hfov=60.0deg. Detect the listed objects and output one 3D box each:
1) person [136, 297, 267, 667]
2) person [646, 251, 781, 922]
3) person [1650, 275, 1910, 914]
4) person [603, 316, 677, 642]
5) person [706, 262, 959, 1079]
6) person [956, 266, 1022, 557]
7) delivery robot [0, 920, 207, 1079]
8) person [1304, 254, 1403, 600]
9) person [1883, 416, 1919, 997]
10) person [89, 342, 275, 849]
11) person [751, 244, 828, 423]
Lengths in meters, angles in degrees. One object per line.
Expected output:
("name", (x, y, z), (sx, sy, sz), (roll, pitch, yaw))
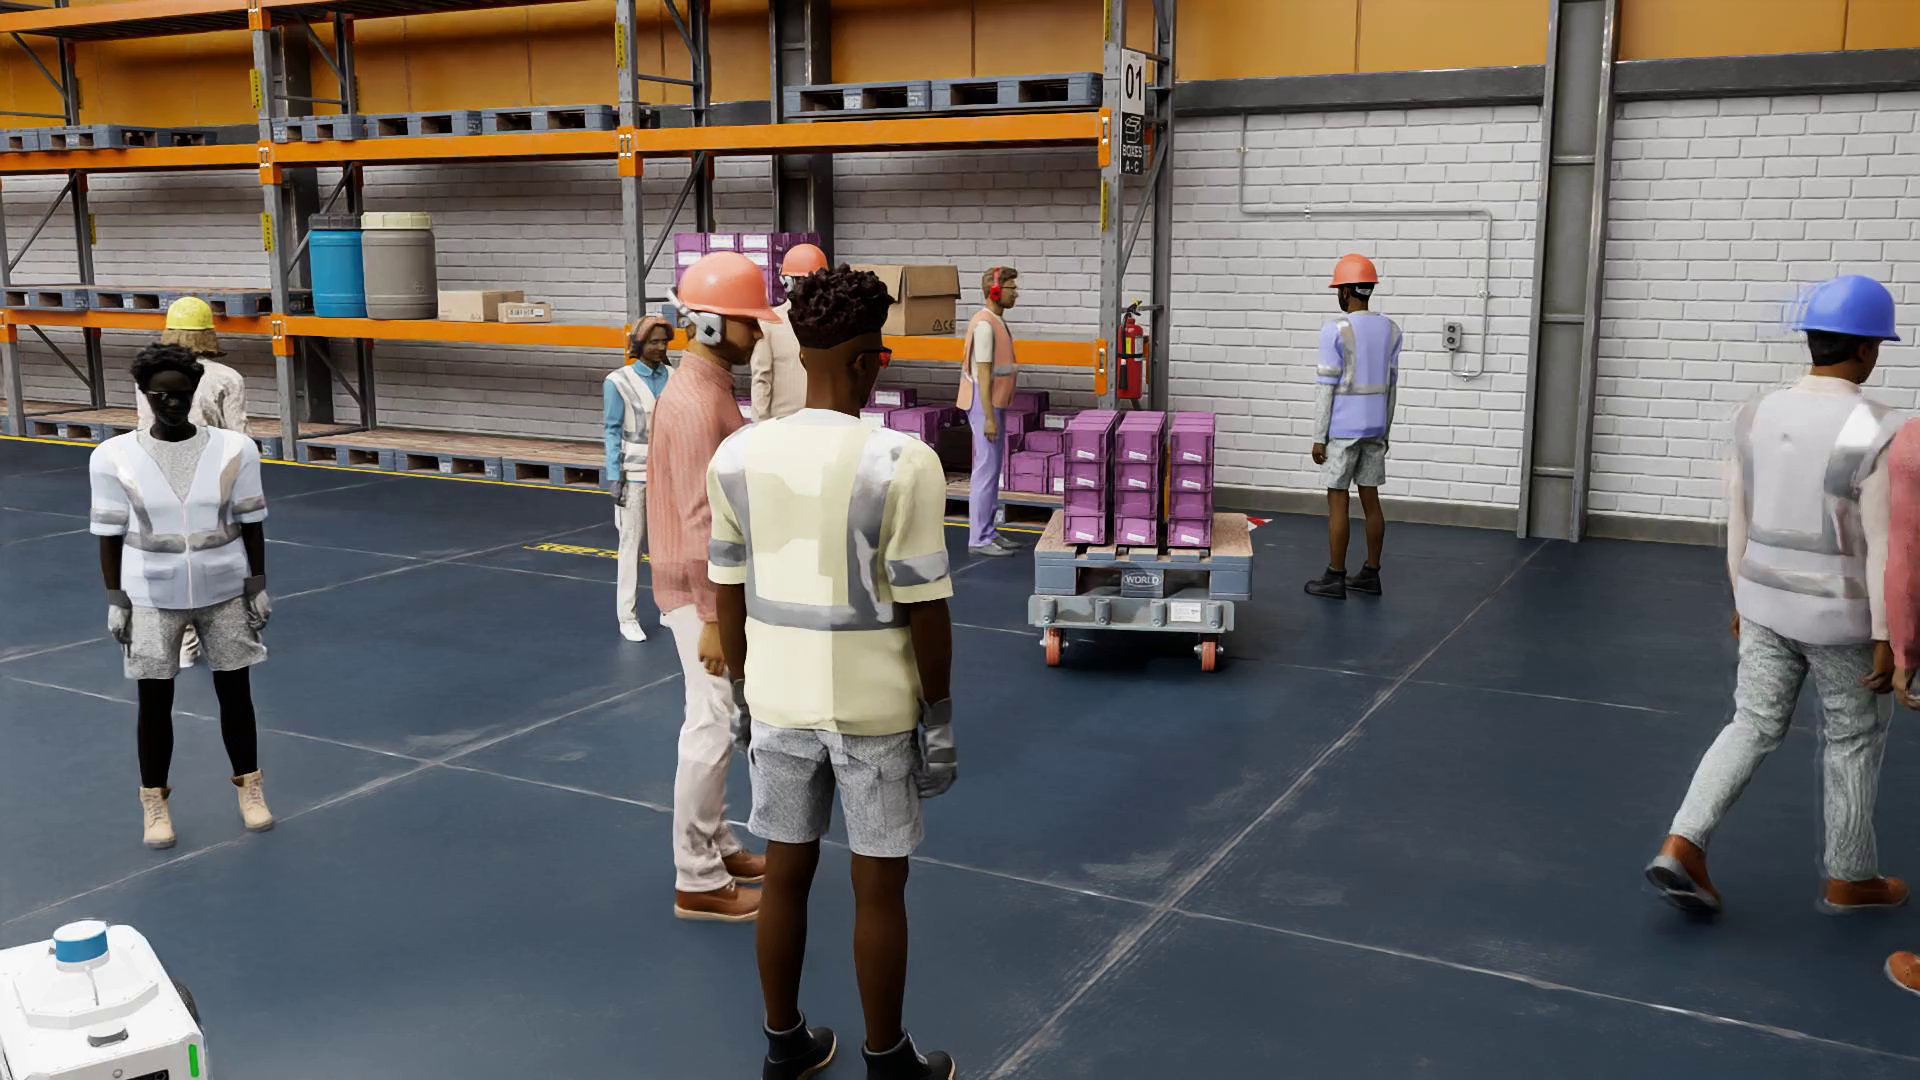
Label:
("person", (-3.588, -0.269, 7.860), (0.489, 1.743, 0.322), (-1, 10, -8))
("person", (-0.719, 0.147, 4.936), (0.403, 1.982, 0.626), (-1, 10, -7))
("person", (2.460, 0.194, 4.856), (0.852, 1.920, 0.619), (-4, 11, -23))
("person", (-1.564, -0.312, 8.405), (0.528, 1.633, 0.314), (-10, 14, -43))
("person", (-0.275, 0.361, 3.800), (0.611, 1.965, 0.362), (5, 11, 26))
("person", (0.187, -0.815, 10.608), (0.401, 1.841, 0.568), (2, 10, 10))
("delivery robot", (-1.865, 1.062, 3.568), (0.477, 0.478, 0.707), (-7, 13, -35))
("person", (2.190, -0.628, 9.336), (0.543, 1.929, 0.386), (-5, 12, -27))
("person", (2.748, 0.325, 4.210), (0.786, 1.912, 0.344), (8, 13, 36))
("person", (-2.576, 0.185, 5.536), (0.536, 1.689, 0.322), (-6, 12, -29))
("person", (-0.847, -0.595, 8.999), (0.615, 1.988, 0.398), (-8, 13, -39))
